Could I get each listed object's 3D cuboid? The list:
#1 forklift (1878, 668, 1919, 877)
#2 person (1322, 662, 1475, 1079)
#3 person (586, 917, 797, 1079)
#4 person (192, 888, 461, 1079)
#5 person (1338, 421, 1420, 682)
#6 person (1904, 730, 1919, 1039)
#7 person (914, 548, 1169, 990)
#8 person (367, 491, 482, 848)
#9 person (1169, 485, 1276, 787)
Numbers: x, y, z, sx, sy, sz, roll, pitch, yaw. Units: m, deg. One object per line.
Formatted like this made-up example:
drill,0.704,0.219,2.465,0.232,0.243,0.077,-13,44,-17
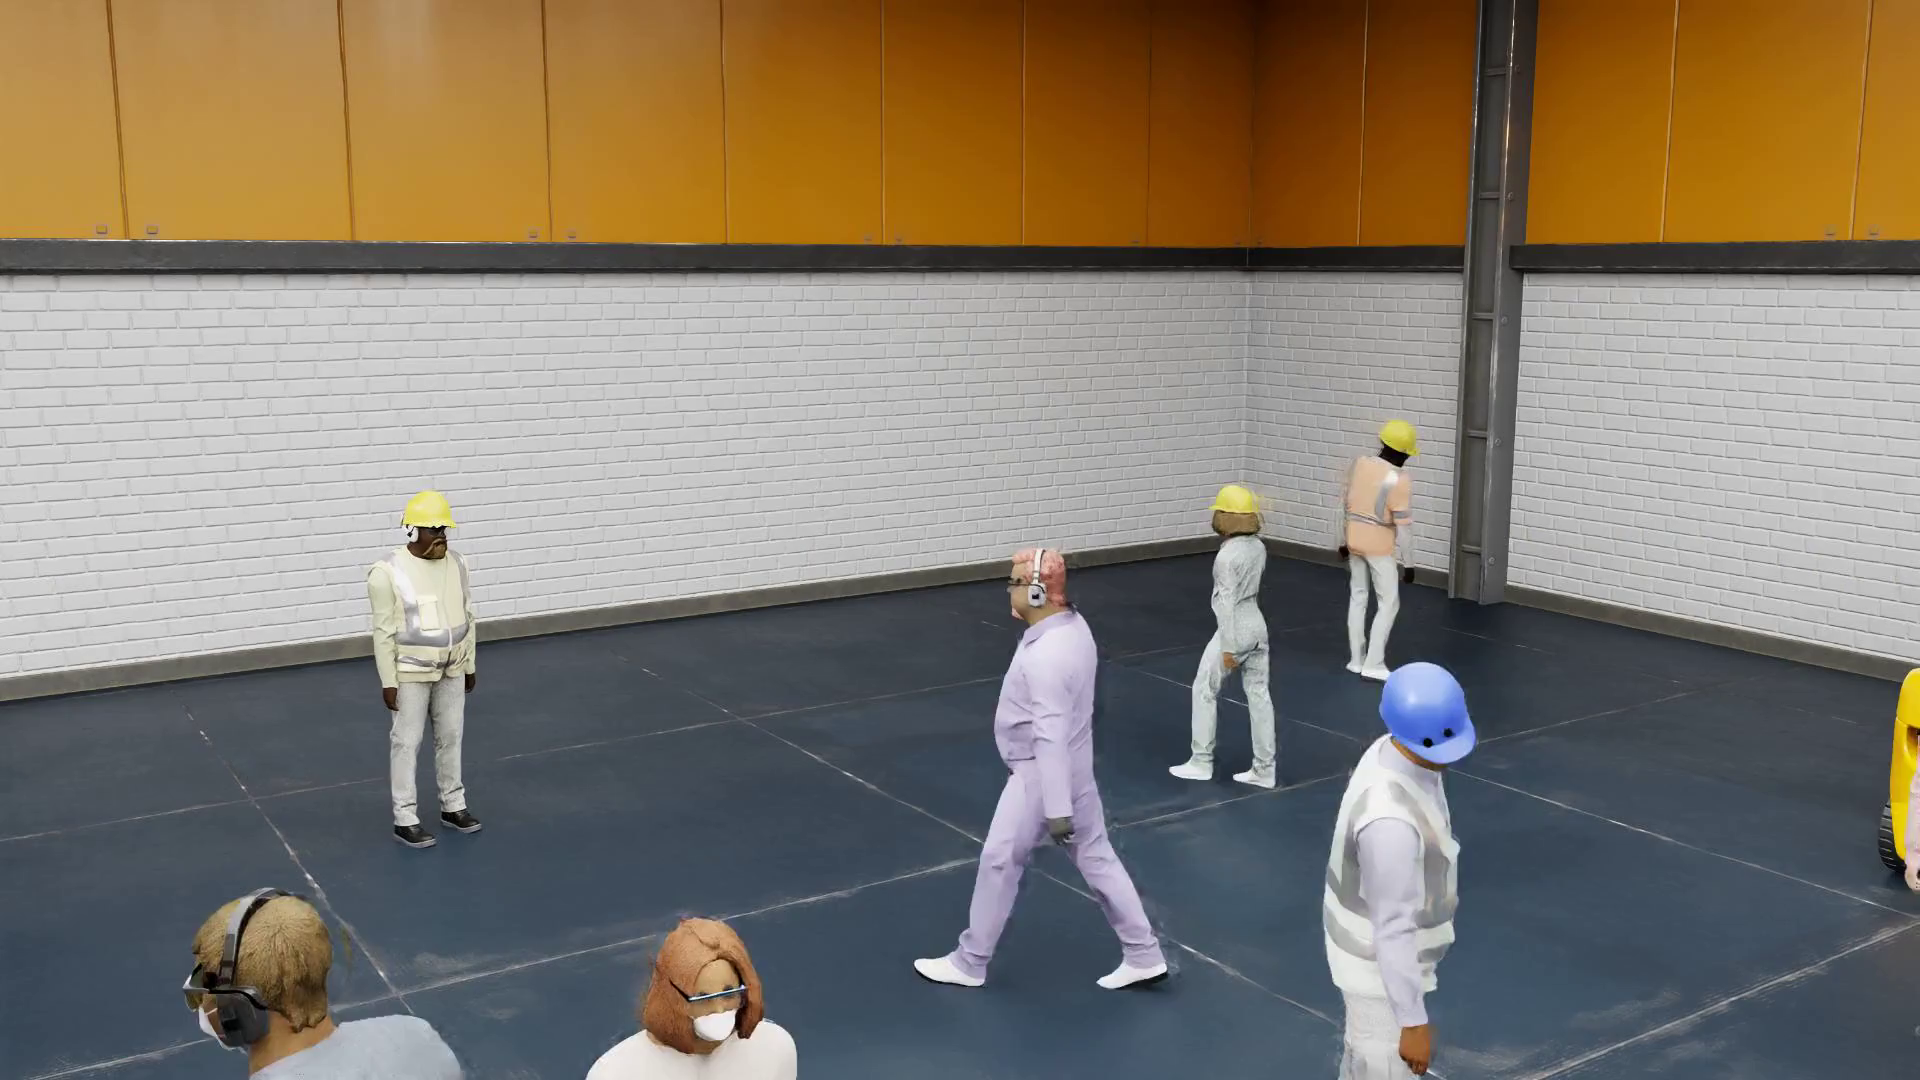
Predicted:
forklift,5.511,0.571,7.906,2.313,2.155,1.214,-6,11,-33
person,1.255,1.232,4.854,0.395,1.898,0.735,3,10,15
person,-0.597,1.566,3.671,0.486,1.605,0.686,-5,11,-27
person,-1.235,1.529,2.976,0.801,1.909,0.639,4,10,22
person,2.959,0.077,11.877,0.378,1.877,0.691,-7,11,-34
person,3.670,1.125,5.929,0.528,1.746,0.713,0,9,1
person,0.368,0.943,6.711,1.032,1.858,0.637,3,10,19
person,-2.725,0.652,8.547,0.403,1.825,0.595,7,12,37
person,1.524,0.540,9.487,0.712,1.721,0.484,8,13,41
